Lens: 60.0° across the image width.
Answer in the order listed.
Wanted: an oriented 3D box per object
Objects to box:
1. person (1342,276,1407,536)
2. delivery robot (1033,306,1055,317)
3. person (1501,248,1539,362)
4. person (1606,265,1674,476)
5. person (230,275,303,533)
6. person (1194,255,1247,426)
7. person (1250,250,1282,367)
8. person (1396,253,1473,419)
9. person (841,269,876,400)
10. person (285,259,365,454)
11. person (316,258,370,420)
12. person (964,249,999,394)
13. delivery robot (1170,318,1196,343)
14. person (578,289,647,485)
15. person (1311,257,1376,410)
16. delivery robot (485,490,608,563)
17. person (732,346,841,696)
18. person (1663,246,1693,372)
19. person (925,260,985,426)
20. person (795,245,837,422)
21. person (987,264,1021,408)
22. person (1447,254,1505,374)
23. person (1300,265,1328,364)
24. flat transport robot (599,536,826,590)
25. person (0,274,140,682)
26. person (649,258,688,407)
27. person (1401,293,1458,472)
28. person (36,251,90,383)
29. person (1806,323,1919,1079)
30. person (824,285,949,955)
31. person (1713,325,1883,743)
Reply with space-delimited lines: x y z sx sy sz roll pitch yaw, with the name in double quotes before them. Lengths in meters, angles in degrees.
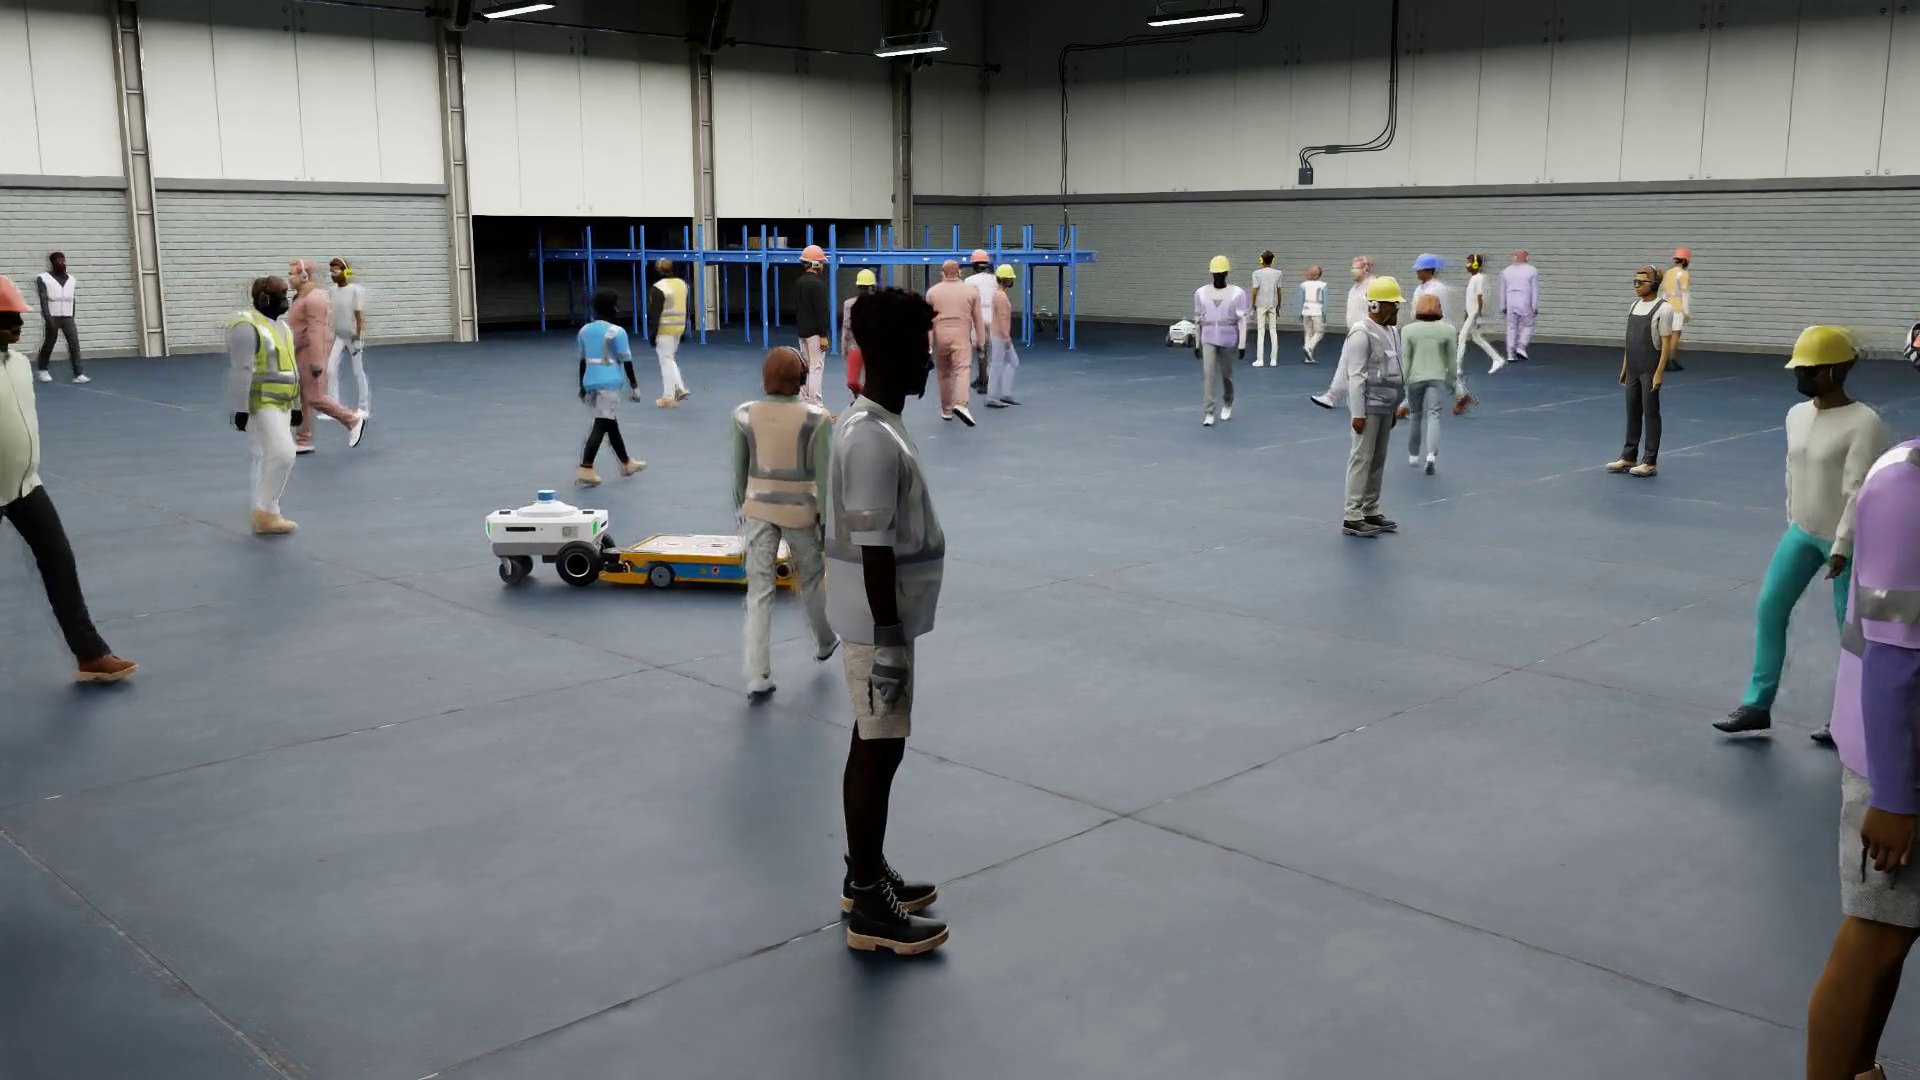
"person" 2.953 -0.953 11.824 0.403 1.824 0.596 8 13 38
"delivery robot" 1.860 -5.078 36.925 0.335 0.223 0.698 -5 12 -27
"person" 9.400 -3.934 27.892 0.670 1.887 0.452 9 14 42
"person" 6.056 -1.501 14.745 0.343 1.847 0.506 -3 11 -18
"person" -4.856 -0.946 11.767 0.494 1.825 0.658 0 10 2
"person" 2.953 -2.276 18.855 0.596 1.896 0.921 3 11 16
"person" 4.956 -3.755 26.968 0.521 1.873 0.334 -1 10 -6
"person" 5.505 -2.369 19.307 0.923 1.918 0.620 -3 11 -14
"person" -1.025 -2.080 18.155 0.540 1.744 0.501 2 11 12
"person" -6.283 -1.785 16.193 0.737 1.881 0.653 -7 13 -35
"person" -7.016 -2.263 18.903 0.541 1.841 0.782 4 11 20
"person" 0.224 -2.951 22.462 0.578 1.908 0.808 -6 12 -29
"delivery robot" 4.288 -4.009 31.805 0.477 0.478 0.707 6 12 30
"person" -3.014 -1.318 14.262 0.543 1.645 0.872 8 13 36
"person" 4.800 -2.474 20.040 1.033 1.847 0.649 -4 11 -19
"delivery robot" -2.559 -0.067 10.308 0.707 0.478 0.477 0 10 0
"person" -0.811 -0.113 7.861 0.525 1.590 0.893 2 11 11
"person" 11.290 -3.638 26.159 0.367 1.942 0.545 -2 11 -12
"person" -0.065 -2.243 18.830 0.676 1.849 1.020 1 10 3
"person" -1.664 -2.341 18.912 0.374 1.997 0.609 -6 12 -30
"person" 0.581 -2.505 20.456 0.566 1.745 0.560 0 10 0
"person" 7.921 -3.462 25.486 0.917 1.837 0.529 2 11 9
"person" 5.798 -3.712 27.421 0.520 1.626 0.475 10 14 43
"flat transport robot" -1.436 0.127 10.279 1.431 0.197 0.652 2 11 10
"person" -4.496 -0.264 7.750 1.028 1.944 0.646 1 10 3
"person" -3.634 -2.571 20.609 0.447 1.832 0.651 5 11 25
"person" 4.249 -1.443 15.108 0.514 1.599 0.833 2 11 13
"person" -13.097 -3.236 24.108 0.956 1.887 0.581 6 12 30
"person" 2.081 0.454 3.552 0.387 2.039 0.615 9 14 41
"person" -0.223 0.229 4.984 0.361 1.963 0.616 -1 10 -5
"person" 3.515 -0.005 6.873 0.730 1.735 0.543 -3 11 -17
